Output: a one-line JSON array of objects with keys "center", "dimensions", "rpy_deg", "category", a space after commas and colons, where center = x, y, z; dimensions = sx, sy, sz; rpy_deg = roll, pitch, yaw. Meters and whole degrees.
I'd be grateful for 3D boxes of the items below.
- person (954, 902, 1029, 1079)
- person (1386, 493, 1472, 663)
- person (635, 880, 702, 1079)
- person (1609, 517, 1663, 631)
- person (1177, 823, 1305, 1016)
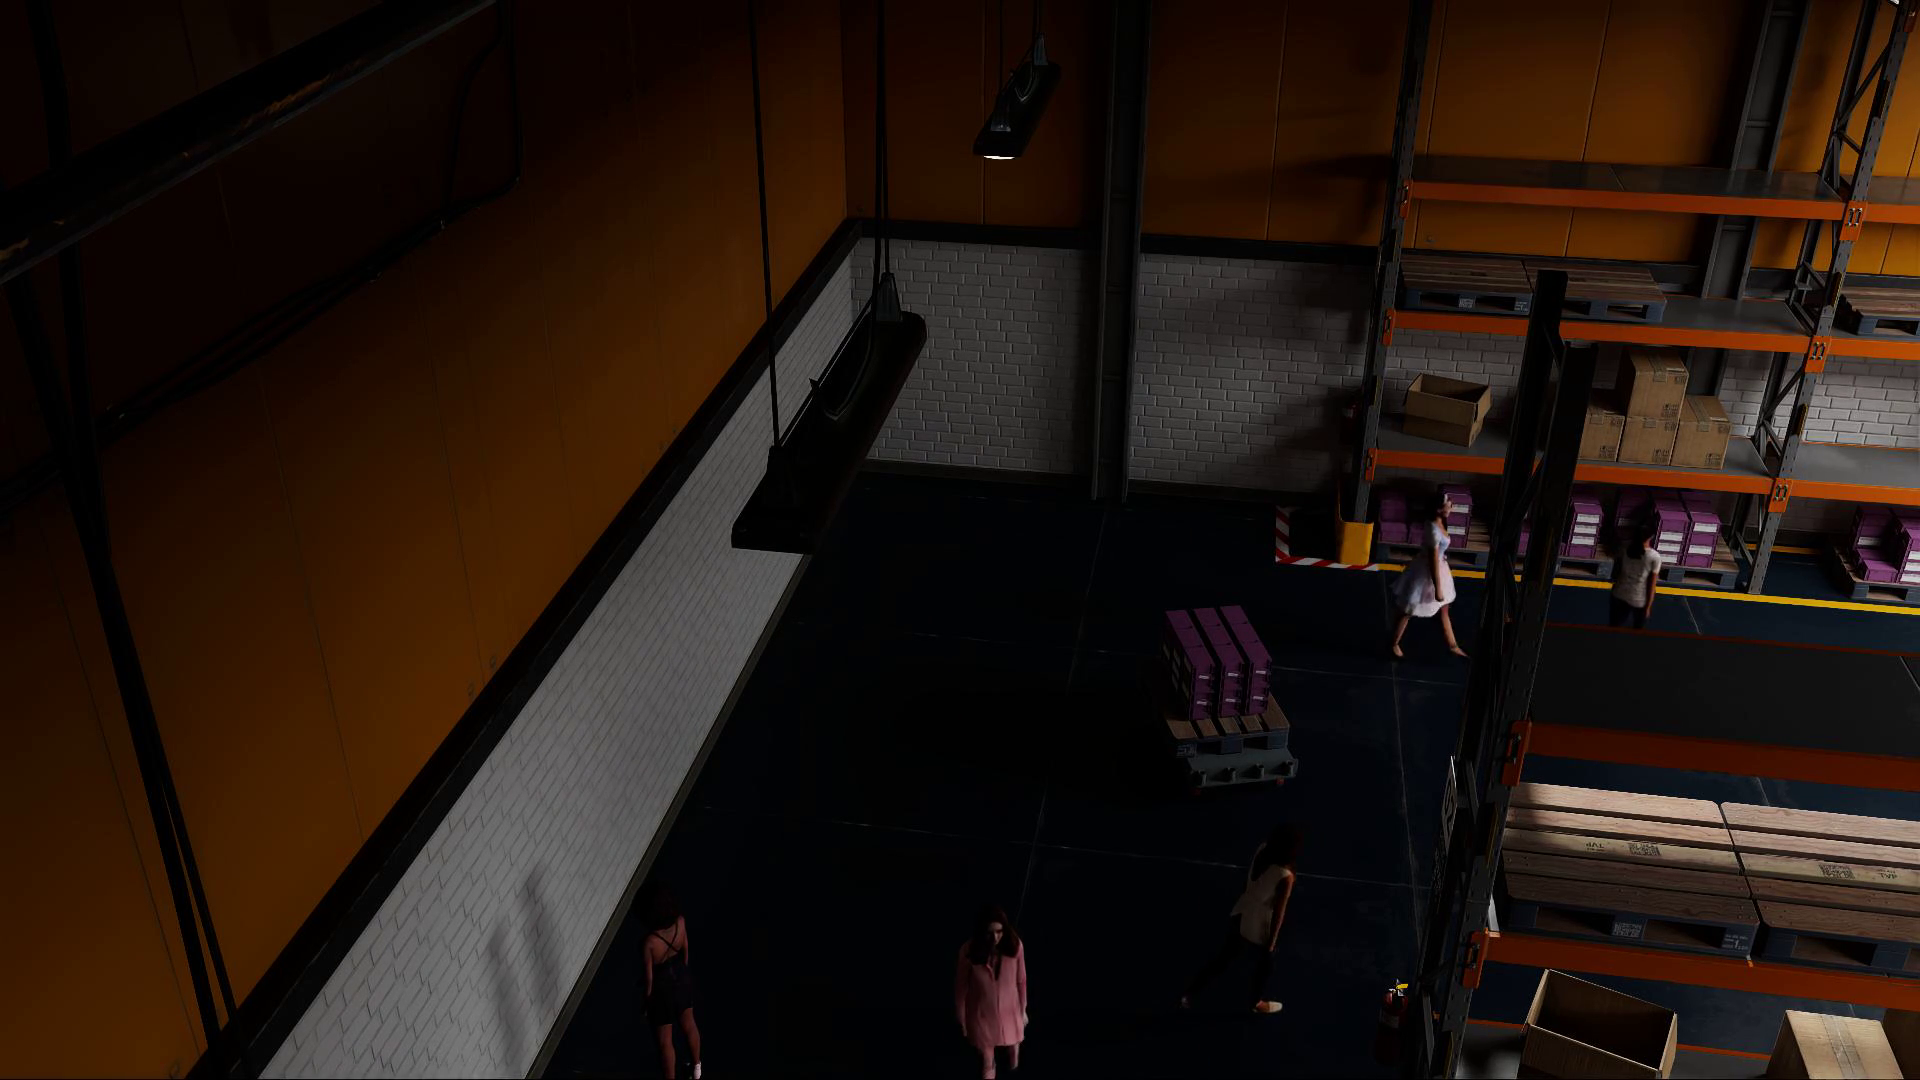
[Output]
[{"center": [0.199, 2.985, 10.667], "dimensions": [0.821, 1.788, 0.842], "rpy_deg": [-5, 29, -10], "category": "person"}, {"center": [4.227, 0.376, 15.451], "dimensions": [1.115, 1.788, 0.759], "rpy_deg": [9, 30, 17], "category": "person"}, {"center": [-1.889, 2.929, 10.769], "dimensions": [0.674, 1.788, 0.652], "rpy_deg": [21, 35, 33], "category": "person"}, {"center": [6.117, 0.575, 15.264], "dimensions": [0.977, 1.617, 0.967], "rpy_deg": [25, 38, 38], "category": "person"}, {"center": [1.922, 2.643, 11.338], "dimensions": [1.135, 1.745, 0.966], "rpy_deg": [-13, 31, -23], "category": "person"}]
